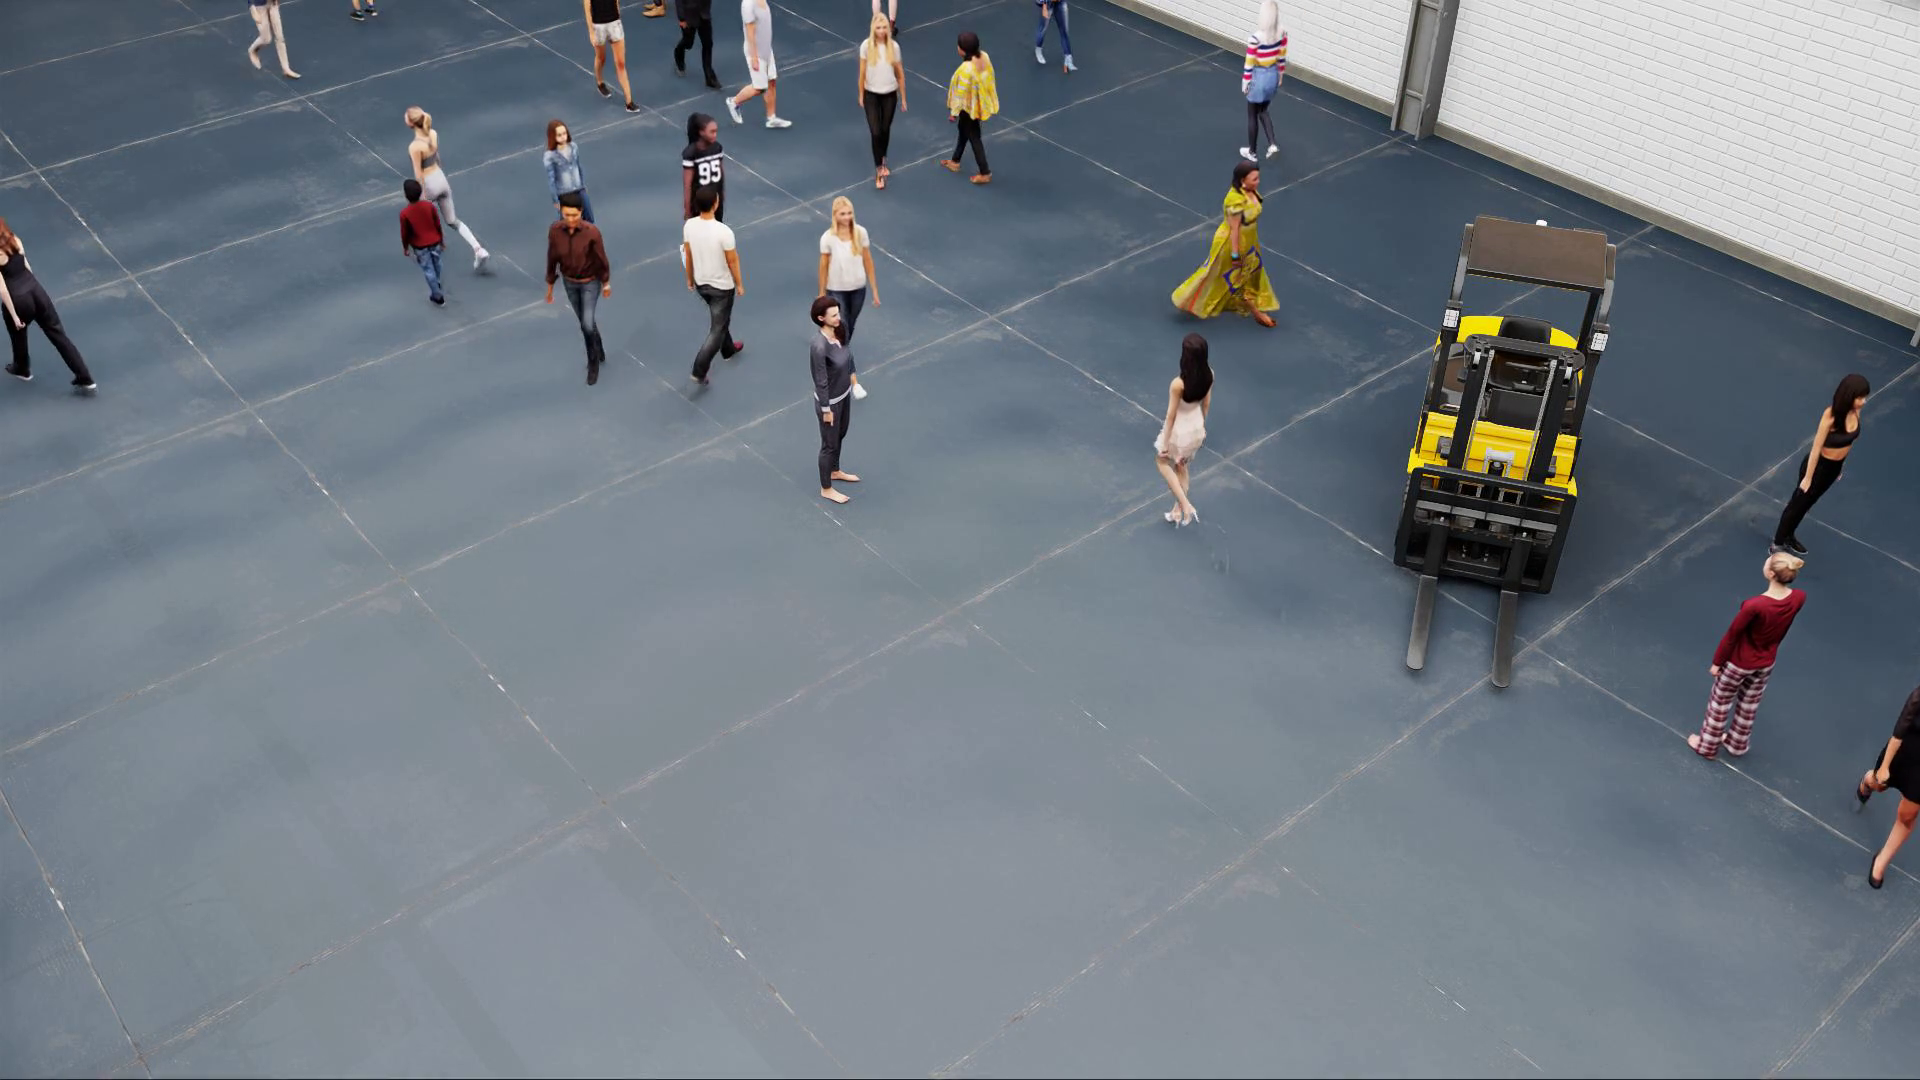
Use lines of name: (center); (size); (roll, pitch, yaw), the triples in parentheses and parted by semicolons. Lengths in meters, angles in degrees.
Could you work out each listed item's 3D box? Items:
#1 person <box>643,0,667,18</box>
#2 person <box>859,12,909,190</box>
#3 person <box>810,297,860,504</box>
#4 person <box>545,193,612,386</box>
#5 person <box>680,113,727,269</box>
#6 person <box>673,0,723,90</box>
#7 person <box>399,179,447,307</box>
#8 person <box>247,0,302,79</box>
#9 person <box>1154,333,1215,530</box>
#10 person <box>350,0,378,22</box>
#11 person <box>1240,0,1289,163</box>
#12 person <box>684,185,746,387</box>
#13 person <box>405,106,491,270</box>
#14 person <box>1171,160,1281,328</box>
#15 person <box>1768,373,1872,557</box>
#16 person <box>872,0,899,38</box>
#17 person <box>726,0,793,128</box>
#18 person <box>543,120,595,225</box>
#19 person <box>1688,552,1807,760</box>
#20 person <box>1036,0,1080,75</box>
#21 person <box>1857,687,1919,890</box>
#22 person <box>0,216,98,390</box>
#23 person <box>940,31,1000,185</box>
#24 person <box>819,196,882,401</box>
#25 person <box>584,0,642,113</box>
person: (-3.935, -7.537, 21.114); (0.765, 1.711, 0.676); (-2, 39, -2)
person: (-0.856, -4.681, 17.460); (0.836, 1.807, 0.954); (-9, 39, -11)
person: (-1.005, -1.126, 13.040); (0.717, 1.768, 0.693); (9, 39, 11)
person: (-3.257, -2.267, 14.481); (0.876, 1.754, 0.930); (10, 40, 13)
person: (-2.447, -3.195, 15.669); (0.669, 1.721, 0.883); (-27, 46, -30)
person: (-3.132, -6.162, 19.351); (0.610, 1.762, 1.000); (-28, 47, -31)
person: (-4.965, -2.756, 15.508); (0.511, 1.236, 0.722); (-26, 46, -29)
person: (-8.235, -6.252, 19.534); (0.989, 1.685, 0.825); (17, 42, 20)
person: (1.742, -0.754, 12.611); (0.637, 1.723, 0.709); (-21, 43, -24)
person: (-7.674, -7.296, 21.025); (0.624, 1.445, 0.614); (26, 45, 29)
person: (3.263, -4.831, 17.654); (0.768, 1.800, 0.855); (-16, 41, -19)
person: (-2.167, -2.157, 14.341); (1.149, 1.766, 0.996); (19, 42, 22)
person: (-4.955, -3.326, 15.863); (1.130, 1.683, 0.832); (17, 42, 21)
person: (2.415, -2.681, 15.120); (1.341, 1.612, 1.076); (16, 41, 19)
person: (6.425, -0.552, 12.421); (0.603, 1.644, 0.583); (-21, 43, -24)
person: (-0.939, -7.101, 20.564); (0.681, 1.715, 0.745); (4, 39, 5)
person: (-2.295, -5.414, 18.350); (1.110, 1.842, 1.008); (8, 39, 10)
person: (-3.834, -3.397, 16.123); (0.612, 1.471, 0.630); (30, 47, 32)
person: (5.108, 0.751, 10.743); (0.681, 1.702, 0.651); (-10, 40, -12)
person: (1.051, -6.365, 19.754); (0.718, 1.576, 1.041); (-23, 44, -26)
person: (5.763, 1.300, 10.101); (1.064, 1.646, 0.964); (13, 40, 16)
person: (-7.887, -2.005, 14.199); (1.234, 1.695, 0.962); (14, 41, 17)
person: (0.207, -4.483, 17.351); (1.028, 1.633, 0.917); (15, 41, 18)
person: (-1.016, -2.166, 14.347); (0.820, 1.763, 1.189); (-16, 41, -19)
person: (-4.076, -5.840, 18.924); (0.696, 1.791, 1.214); (-23, 44, -26)
